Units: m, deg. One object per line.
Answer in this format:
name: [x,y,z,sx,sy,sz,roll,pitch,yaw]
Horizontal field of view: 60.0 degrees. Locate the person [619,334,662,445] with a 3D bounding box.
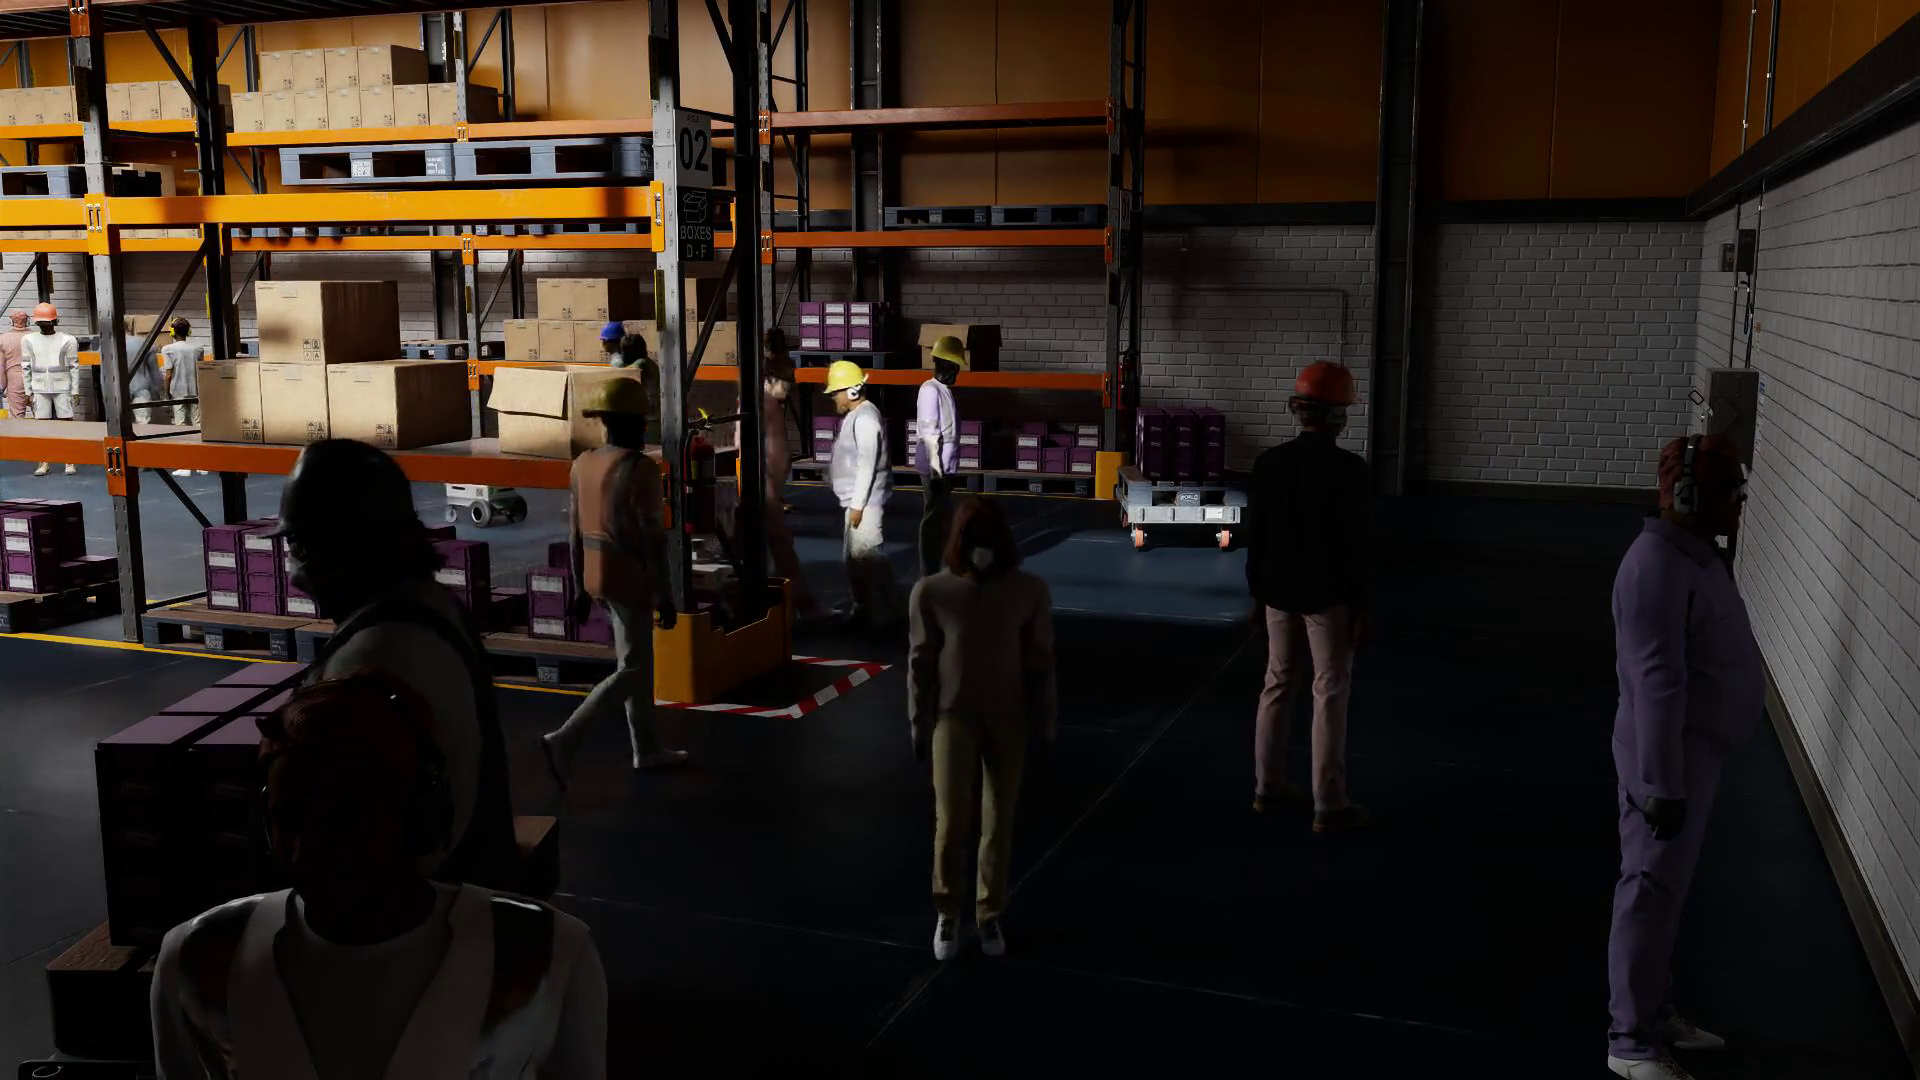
person: [-2.887,-0.977,15.297,0.531,1.822,0.783,1,9,5]

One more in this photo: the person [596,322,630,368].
person: [-3.364,-1.257,16.826,1.019,1.900,0.629,0,9,-2]

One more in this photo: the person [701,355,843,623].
person: [-1.351,-0.331,11.234,1.033,1.832,0.718,0,9,-2]

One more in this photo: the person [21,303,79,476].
person: [-10.687,-1.766,19.565,0.605,2.036,0.383,-3,10,-18]

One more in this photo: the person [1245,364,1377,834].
person: [1.522,0.250,7.161,0.425,1.987,0.645,-8,12,-41]

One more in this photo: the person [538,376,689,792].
person: [-1.611,0.199,7.661,0.794,1.901,0.595,-9,13,-43]

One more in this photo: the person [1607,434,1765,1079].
person: [2.106,0.642,4.851,0.408,1.908,0.641,5,10,29]

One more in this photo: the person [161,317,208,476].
person: [-9.115,-1.683,19.561,0.311,1.869,0.533,7,11,38]

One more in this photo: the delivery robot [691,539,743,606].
delivery robot: [-1.798,0.234,11.344,0.707,0.478,0.477,6,11,32]

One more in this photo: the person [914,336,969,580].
person: [-0.129,-0.531,12.182,0.391,1.916,0.586,2,9,11]

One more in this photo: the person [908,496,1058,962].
person: [0.082,0.654,5.686,0.502,1.618,0.423,-1,9,-8]

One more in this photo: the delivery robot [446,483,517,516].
delivery robot: [-4.542,-0.471,15.772,0.707,0.478,0.477,6,11,34]

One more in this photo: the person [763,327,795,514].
person: [-1.835,-1.180,16.476,0.337,1.846,0.514,1,9,8]

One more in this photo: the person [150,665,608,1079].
person: [-0.729,1.086,2.146,0.585,1.877,0.337,-1,9,-4]

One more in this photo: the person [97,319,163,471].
person: [-10.032,-1.768,20.149,0.690,1.869,1.042,-5,11,-31]

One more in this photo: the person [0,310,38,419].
person: [-12.177,-2.037,21.670,0.646,1.908,0.408,-6,11,-34]

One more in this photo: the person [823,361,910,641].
person: [-0.600,-0.256,10.817,0.543,1.805,0.760,-2,9,-11]
